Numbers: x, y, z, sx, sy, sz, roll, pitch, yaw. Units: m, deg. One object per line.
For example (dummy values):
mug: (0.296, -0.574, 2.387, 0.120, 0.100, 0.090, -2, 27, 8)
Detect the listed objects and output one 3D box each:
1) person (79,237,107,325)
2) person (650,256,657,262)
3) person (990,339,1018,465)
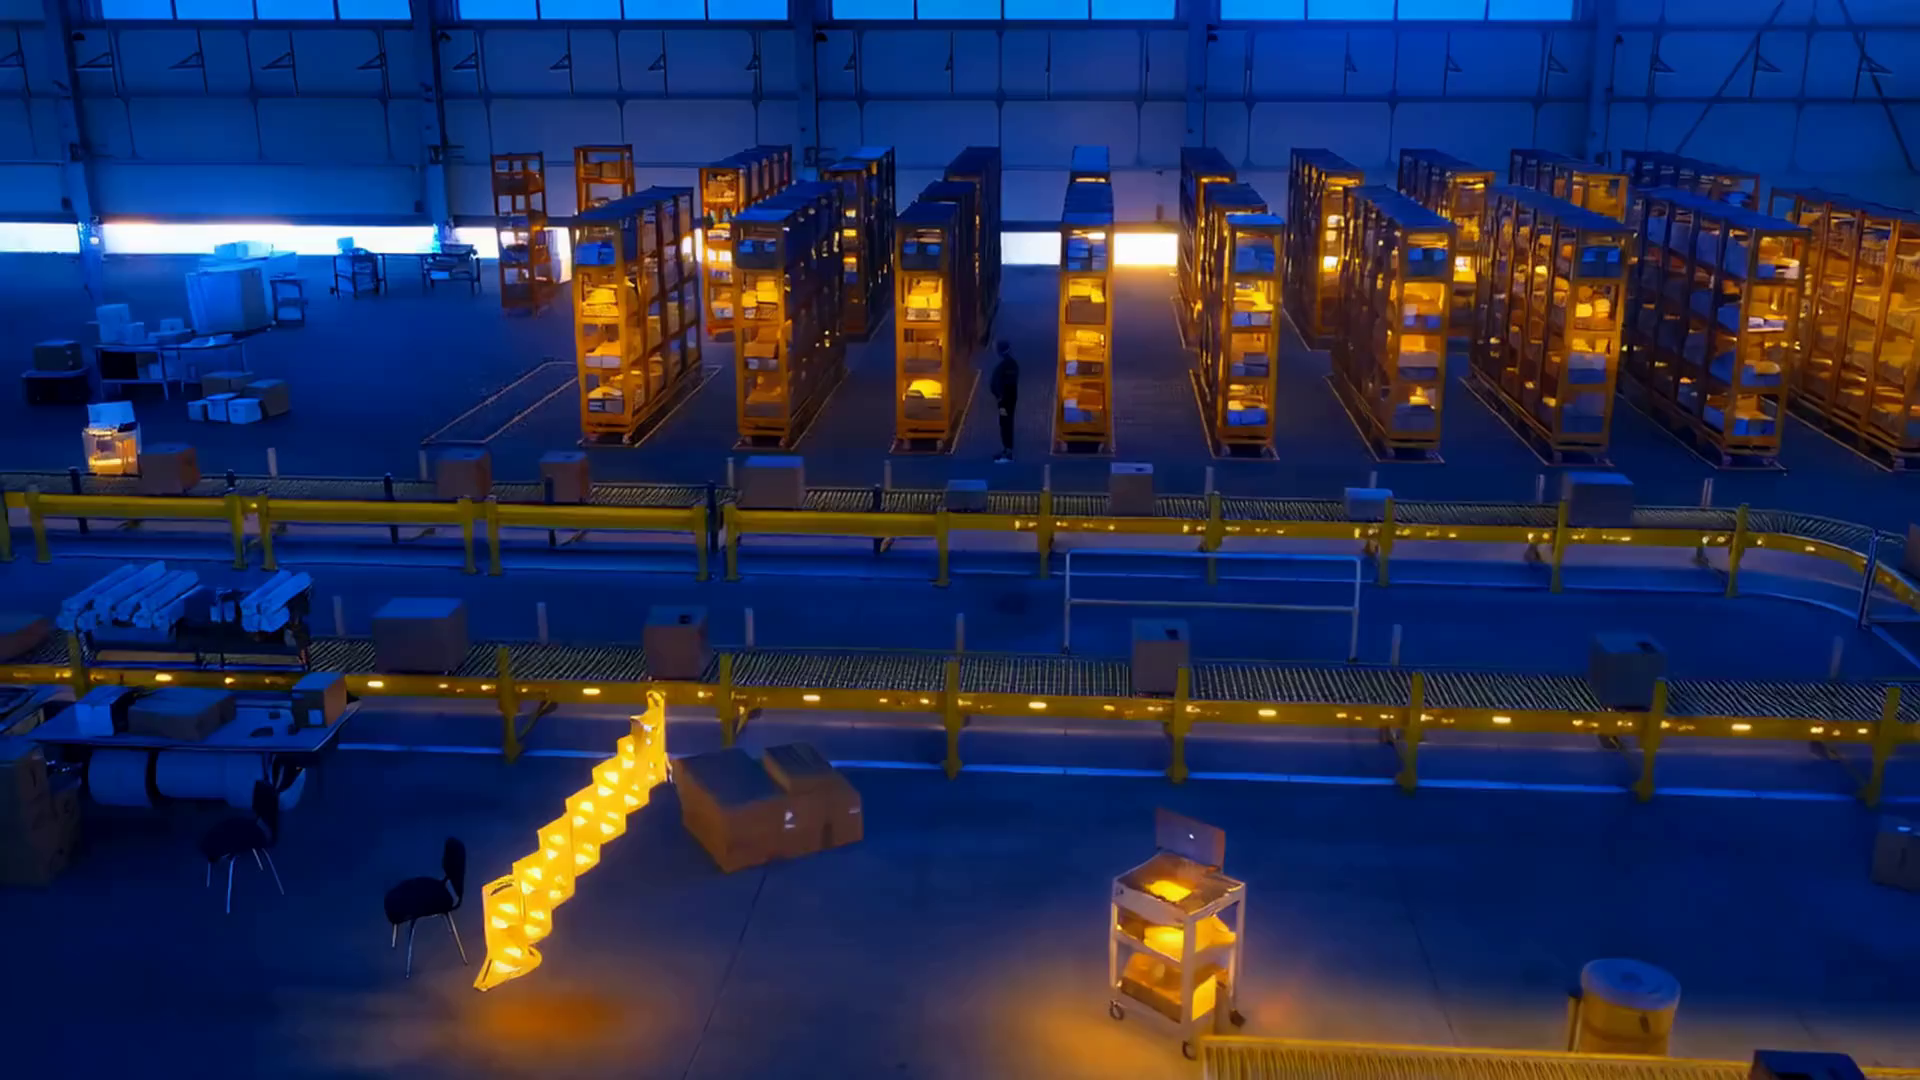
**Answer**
person: (-19.034, -5.681, 36.470, 0.403, 1.904, 0.651, 1, 18, 4)
person: (-6.703, -5.646, 36.642, 0.416, 1.740, 0.573, 0, 17, 1)
person: (0.660, -2.091, 25.080, 0.403, 1.904, 0.651, 1, 18, 4)
